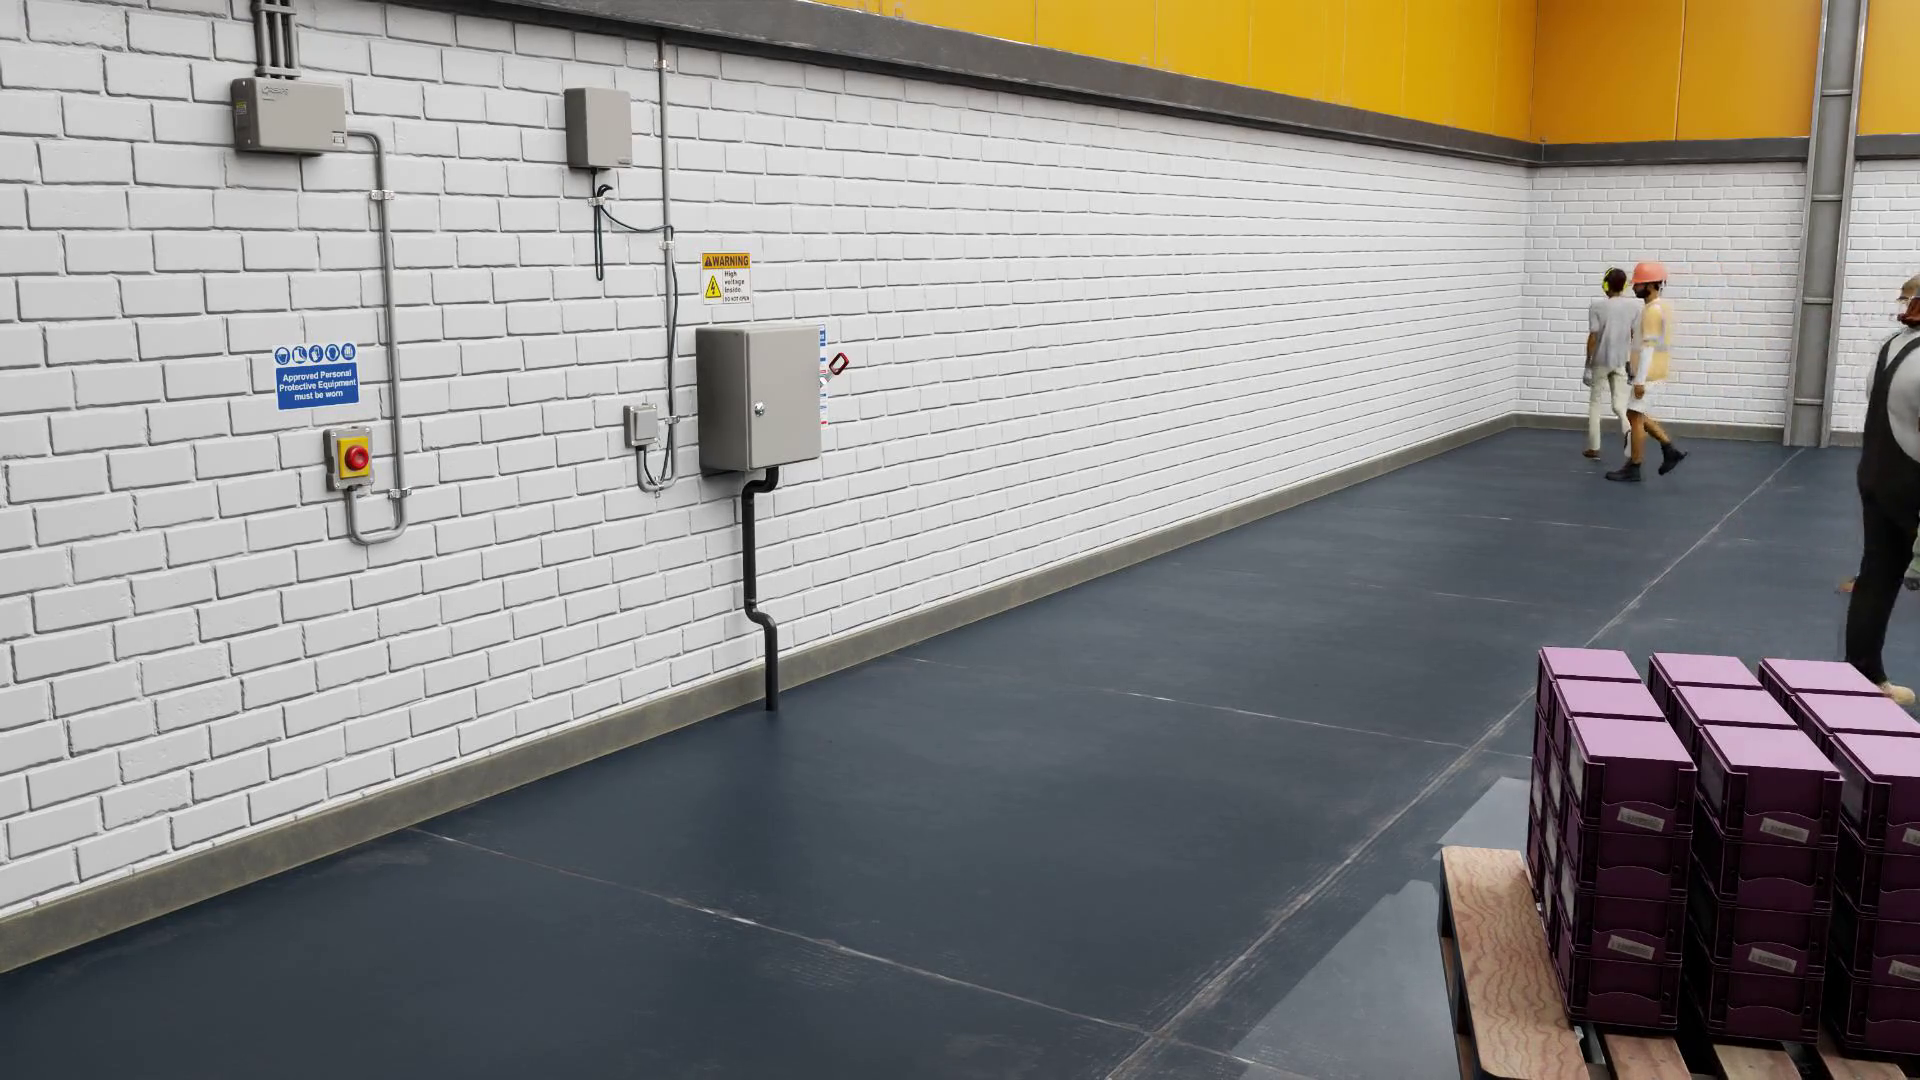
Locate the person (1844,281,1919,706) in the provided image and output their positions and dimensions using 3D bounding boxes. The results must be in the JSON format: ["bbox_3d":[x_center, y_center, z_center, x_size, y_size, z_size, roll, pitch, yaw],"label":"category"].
[{"bbox_3d":[4.390,-0.231,7.346,0.798,2.000,0.697,1,10,4],"label":"person"}]

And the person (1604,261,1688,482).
[{"bbox_3d":[5.964,-1.443,14.380,0.558,1.925,0.574,5,11,27],"label":"person"}]

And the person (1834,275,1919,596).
[{"bbox_3d":[5.666,-0.599,9.760,0.804,1.917,0.636,-3,11,-14],"label":"person"}]

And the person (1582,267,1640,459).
[{"bbox_3d":[6.215,-1.662,15.838,0.523,1.853,0.698,0,10,-3],"label":"person"}]

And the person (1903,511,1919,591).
[{"bbox_3d":[4.059,0.079,6.762,0.497,1.633,0.285,-4,11,-21],"label":"person"}]
